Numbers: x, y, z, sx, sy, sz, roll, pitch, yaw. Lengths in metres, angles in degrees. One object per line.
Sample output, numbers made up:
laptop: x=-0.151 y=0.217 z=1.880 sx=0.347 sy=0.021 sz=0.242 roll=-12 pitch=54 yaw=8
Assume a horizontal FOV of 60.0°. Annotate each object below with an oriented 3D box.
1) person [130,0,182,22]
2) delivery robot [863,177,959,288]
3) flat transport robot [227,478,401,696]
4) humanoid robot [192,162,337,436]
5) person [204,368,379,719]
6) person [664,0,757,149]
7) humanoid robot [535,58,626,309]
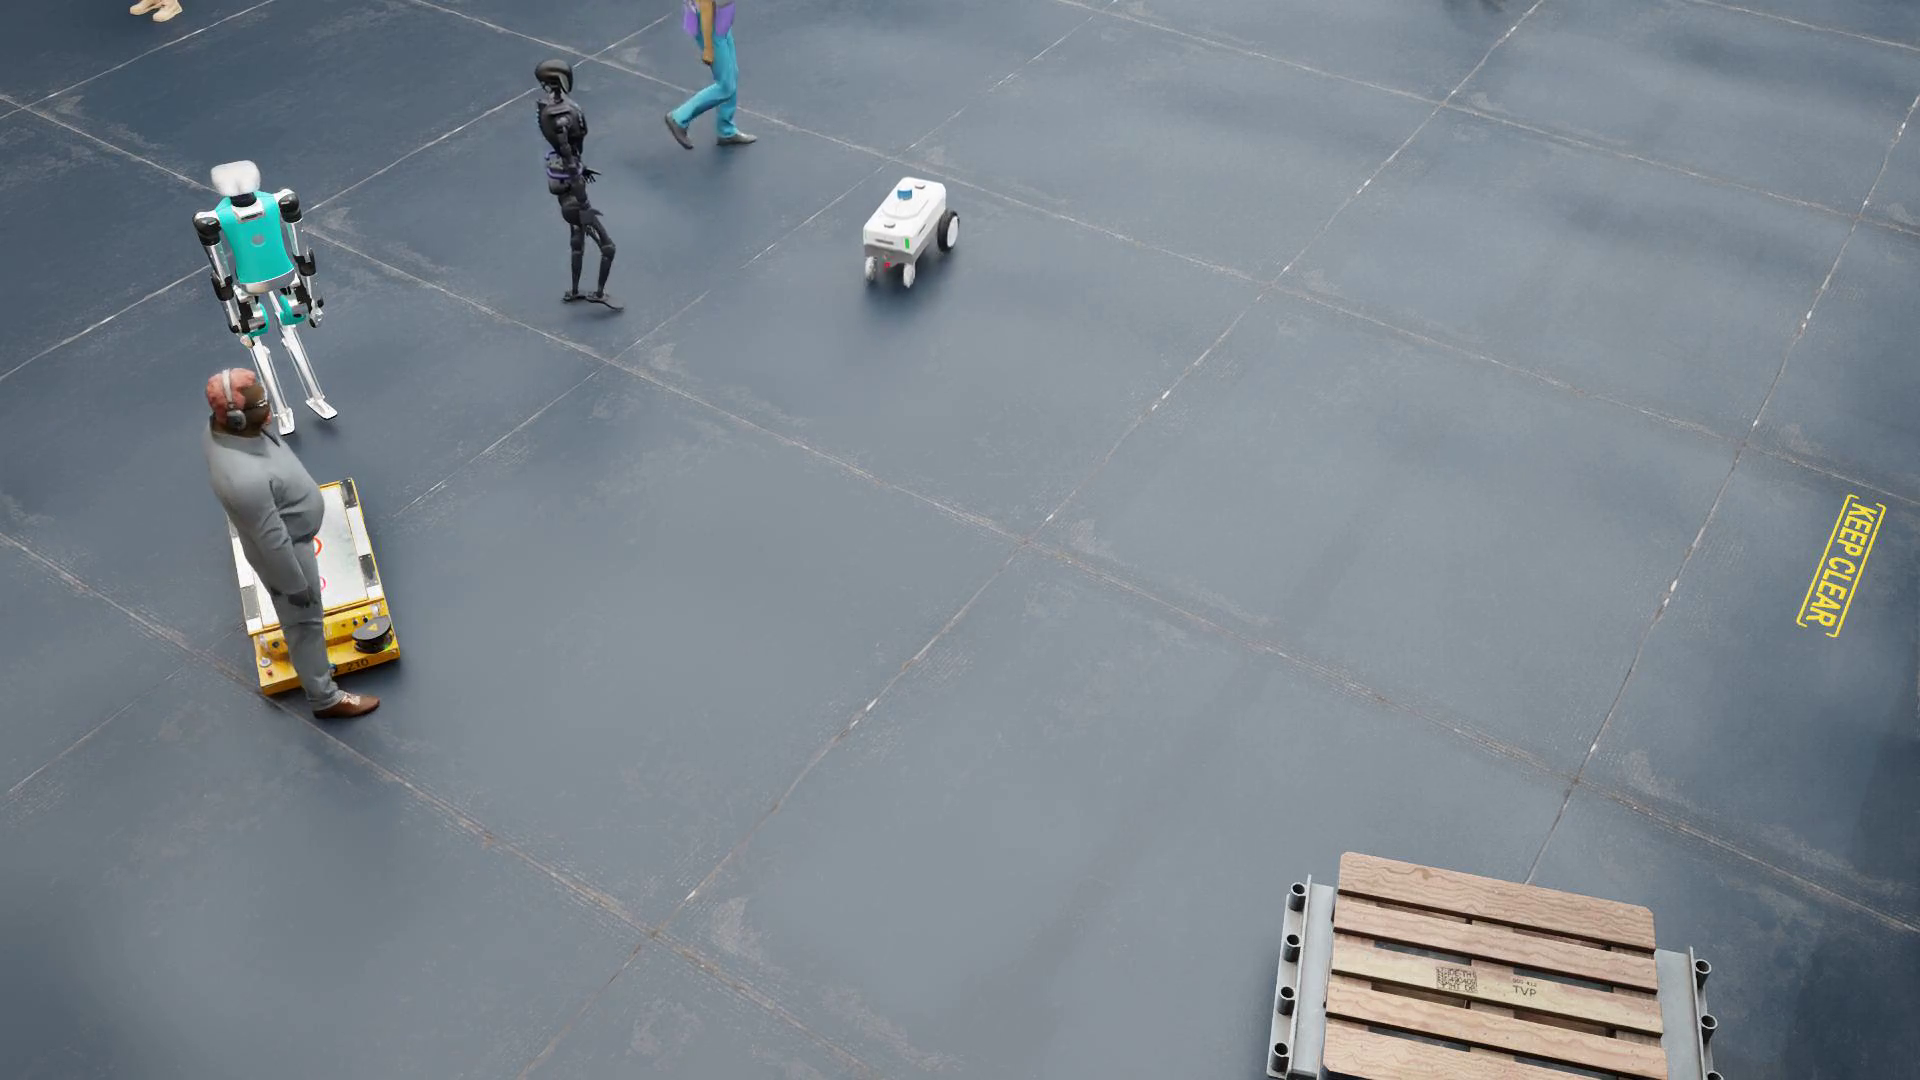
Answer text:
person: x=-6.667 y=-5.033 z=13.311 sx=0.479 sy=1.736 sz=0.327 roll=24 pitch=47 yaw=24
delivery robot: x=-0.355 y=-2.048 z=10.850 sx=0.499 sy=0.586 sz=0.772 roll=14 pitch=44 yaw=15
flat transport robot: x=-3.355 y=0.180 z=8.578 sx=0.659 sy=0.231 sz=1.431 roll=-16 pitch=44 yaw=-18
humanoid robot: x=-3.822 y=-1.383 z=9.127 sx=0.533 sy=1.674 sz=0.735 roll=-24 pitch=47 yaw=-25
person: x=-3.043 y=0.019 z=7.531 sx=0.406 sy=1.905 sz=0.650 roll=-18 pitch=45 yaw=-19
person: x=-1.770 y=-3.555 z=11.598 sx=0.587 sy=1.812 sz=0.604 roll=-1 pitch=42 yaw=-1
humanoid robot: x=-2.339 y=-2.172 z=10.155 sx=0.448 sy=1.651 sz=0.600 roll=-9 pitch=43 yaw=-10
